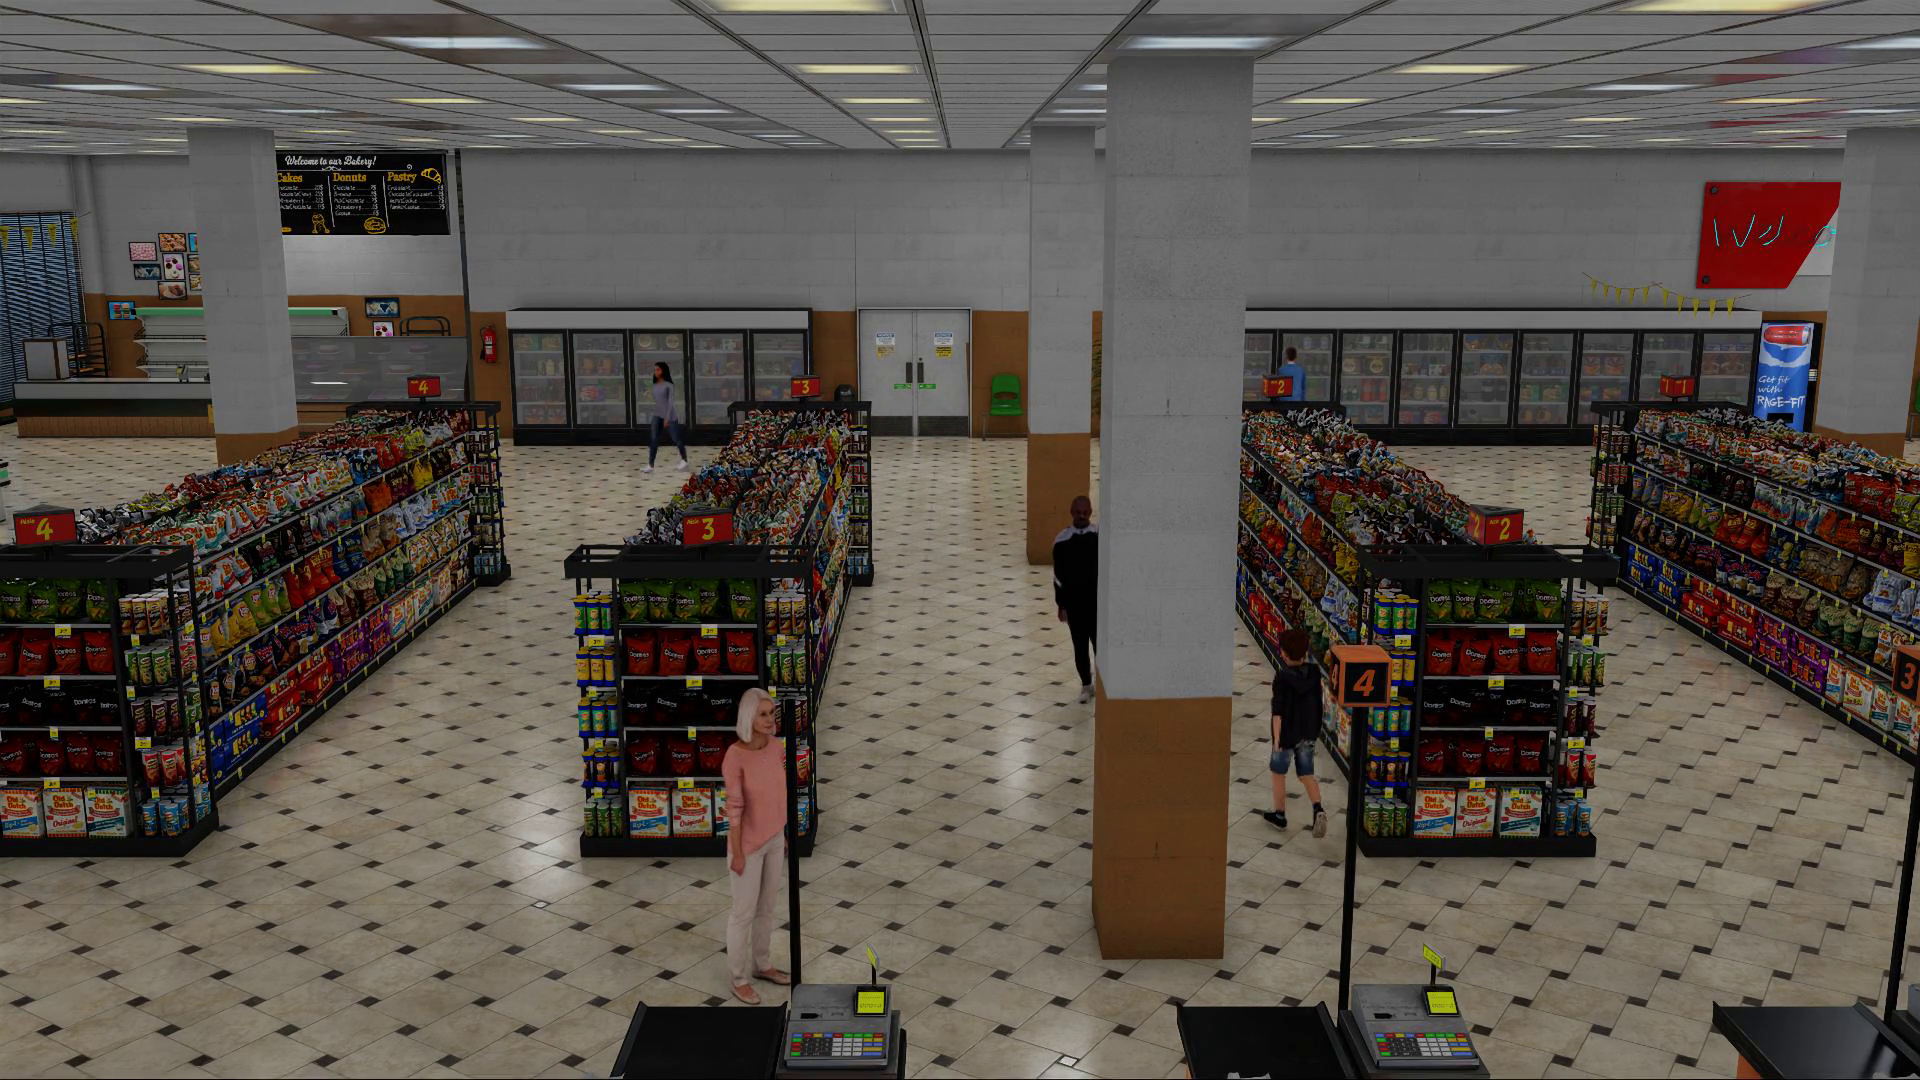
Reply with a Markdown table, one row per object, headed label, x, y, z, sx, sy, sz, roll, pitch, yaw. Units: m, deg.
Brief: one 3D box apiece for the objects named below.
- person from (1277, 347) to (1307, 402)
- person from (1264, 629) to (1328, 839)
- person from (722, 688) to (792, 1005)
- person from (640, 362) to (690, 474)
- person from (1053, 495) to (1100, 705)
| label | x | y | z | sx | sy | sz | roll | pitch | yaw |
| --- | --- | --- | --- | --- | --- | --- | --- | --- | --- |
| person | 5.393 | -2.250 | 27.179 | 0.645 | 1.813 | 0.532 | 0 | 12 | 0 |
| person | 2.285 | 1.316 | 11.170 | 0.682 | 1.432 | 0.904 | -4 | 12 | -17 |
| person | -1.100 | 1.622 | 9.007 | 0.742 | 1.724 | 0.643 | 8 | 14 | 33 |
| person | -4.460 | -1.858 | 25.634 | 1.021 | 1.683 | 1.266 | 7 | 14 | 30 |
| person | 1.085 | 0.475 | 14.242 | 0.740 | 1.811 | 0.661 | 1 | 12 | 6 |
